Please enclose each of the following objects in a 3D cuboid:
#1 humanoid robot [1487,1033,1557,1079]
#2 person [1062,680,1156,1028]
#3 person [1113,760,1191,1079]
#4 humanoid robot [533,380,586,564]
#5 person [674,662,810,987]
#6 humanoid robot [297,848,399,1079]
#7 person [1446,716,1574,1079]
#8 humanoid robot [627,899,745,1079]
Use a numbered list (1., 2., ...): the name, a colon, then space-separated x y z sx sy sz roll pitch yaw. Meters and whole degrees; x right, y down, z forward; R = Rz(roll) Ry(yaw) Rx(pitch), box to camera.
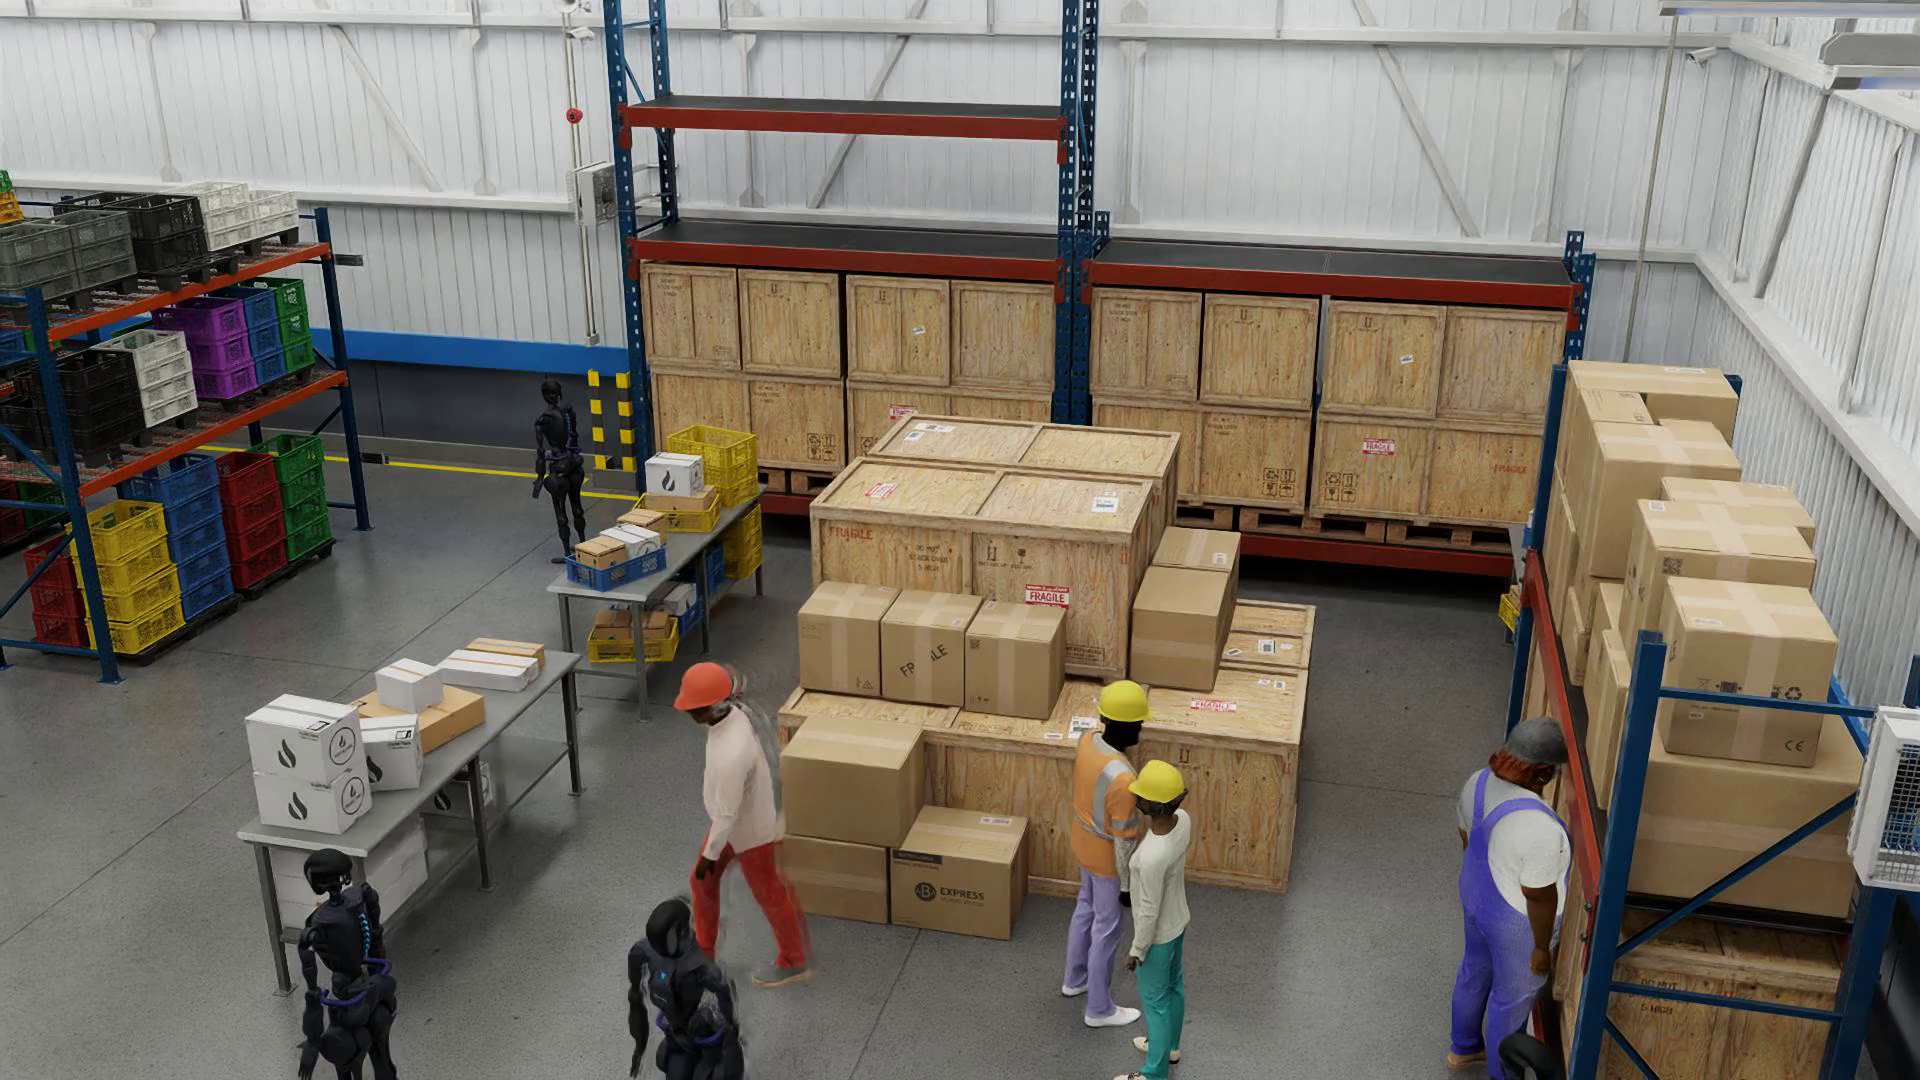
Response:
1. humanoid robot: 2.061 2.580 6.303 0.313 1.657 0.609 18 27 39
2. person: 0.778 1.601 8.558 0.400 1.917 0.582 -7 22 -17
3. person: 0.943 1.867 8.062 0.312 1.769 0.523 10 23 23
4. humanoid robot: -3.520 -0.608 14.648 0.315 1.653 0.602 10 23 24
5. person: -1.236 1.527 8.712 0.934 1.942 0.608 -7 22 -17
6. humanoid robot: -2.746 2.122 7.504 0.313 1.656 0.609 5 22 14
7. person: 2.675 1.761 7.960 0.538 2.000 0.682 -5 22 -13
8. humanoid robot: -1.164 2.222 7.272 0.630 1.636 0.473 12 24 29
